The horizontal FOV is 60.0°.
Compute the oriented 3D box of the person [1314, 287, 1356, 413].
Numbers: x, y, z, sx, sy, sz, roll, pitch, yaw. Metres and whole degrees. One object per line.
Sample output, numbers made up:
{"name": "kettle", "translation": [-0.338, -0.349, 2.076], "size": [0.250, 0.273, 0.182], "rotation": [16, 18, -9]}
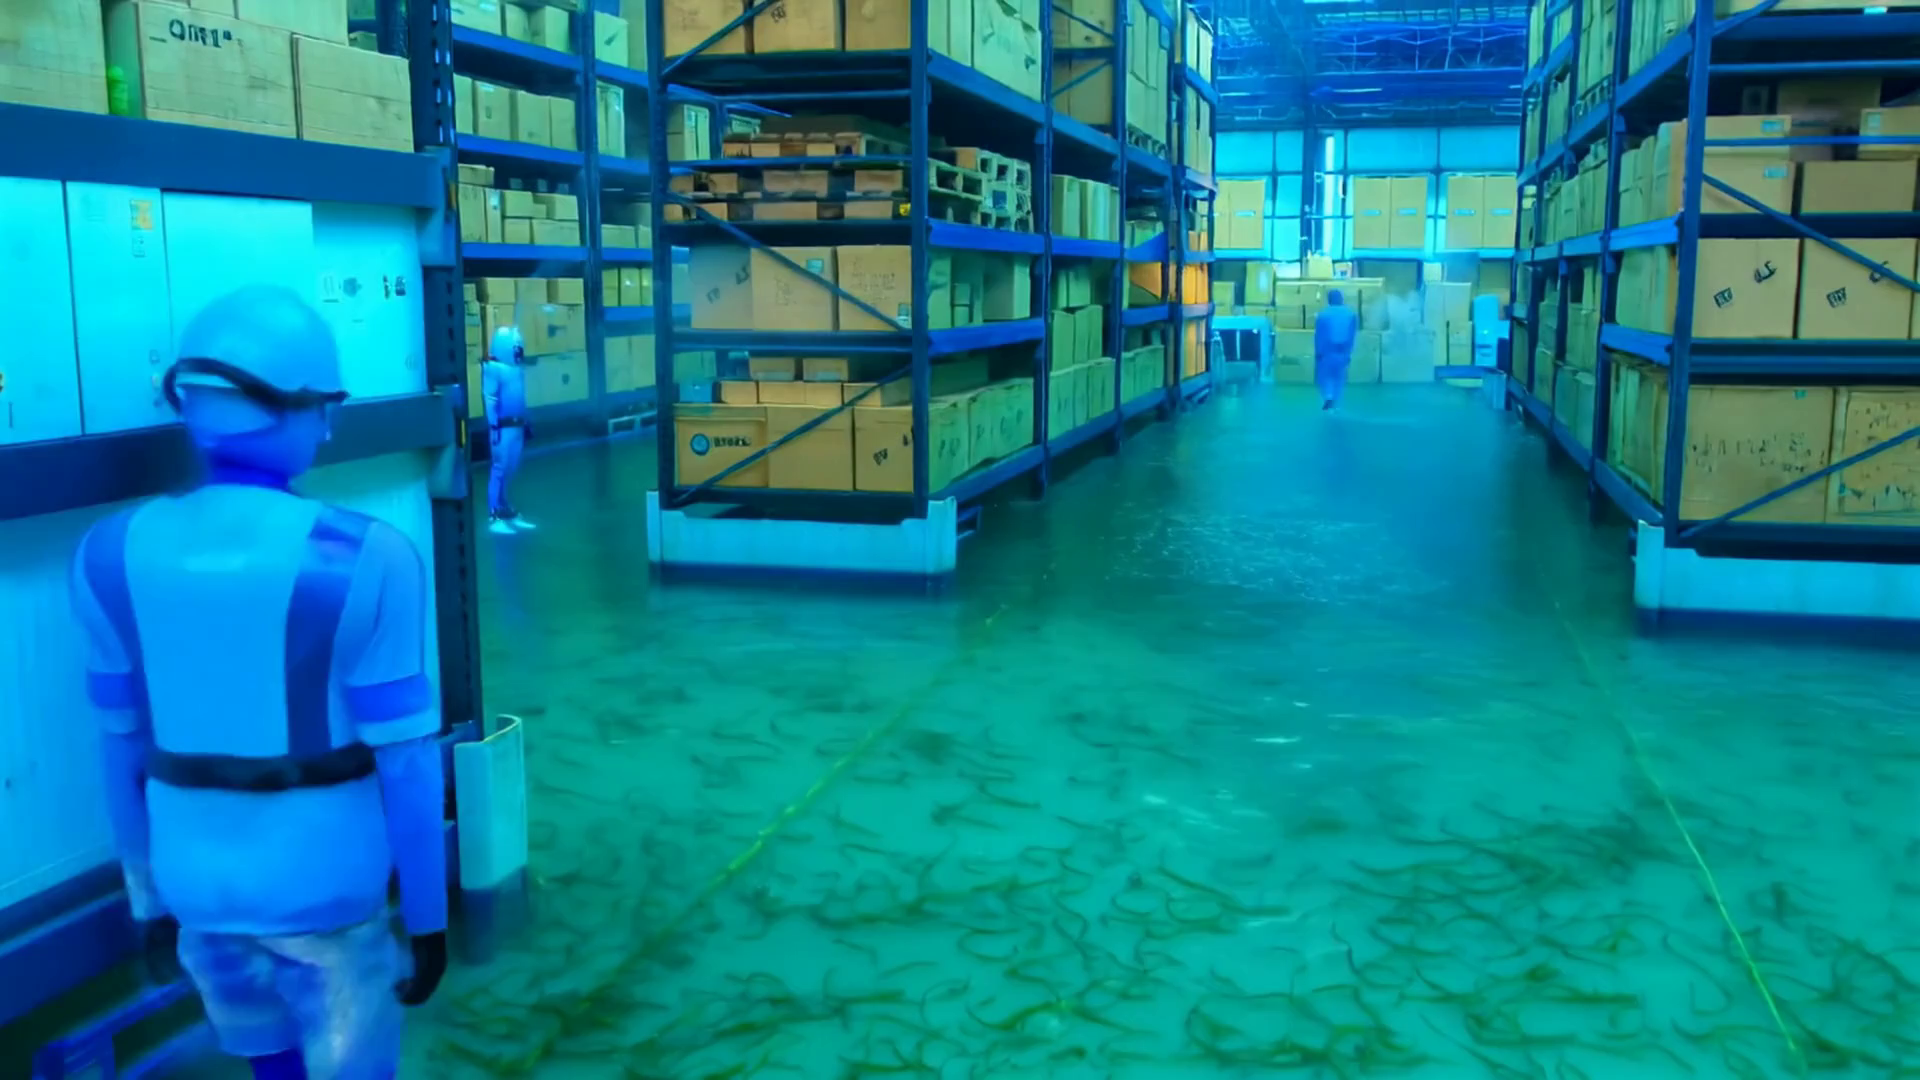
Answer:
{"name": "person", "translation": [5.615, -2.851, 25.019], "size": [0.657, 1.893, 0.415], "rotation": [-1, 9, -7]}

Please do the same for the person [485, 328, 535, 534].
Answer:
{"name": "person", "translation": [-3.598, -0.876, 13.283], "size": [0.280, 1.632, 0.501], "rotation": [3, 9, 16]}

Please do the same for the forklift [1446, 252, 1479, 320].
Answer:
{"name": "forklift", "translation": [15.475, -7.496, 51.396], "size": [1.129, 2.768, 1.873], "rotation": [-2, 9, -12]}

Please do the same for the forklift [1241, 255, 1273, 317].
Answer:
{"name": "forklift", "translation": [10.551, -8.662, 58.805], "size": [1.129, 2.768, 1.873], "rotation": [2, 9, 15]}

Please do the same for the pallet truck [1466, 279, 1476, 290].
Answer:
{"name": "pallet truck", "translation": [18.896, -8.459, 60.307], "size": [1.885, 1.965, 0.823], "rotation": [5, 10, 31]}

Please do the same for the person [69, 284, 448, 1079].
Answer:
{"name": "person", "translation": [-1.183, 0.590, 2.789], "size": [0.614, 2.018, 0.804], "rotation": [1, 9, 8]}
